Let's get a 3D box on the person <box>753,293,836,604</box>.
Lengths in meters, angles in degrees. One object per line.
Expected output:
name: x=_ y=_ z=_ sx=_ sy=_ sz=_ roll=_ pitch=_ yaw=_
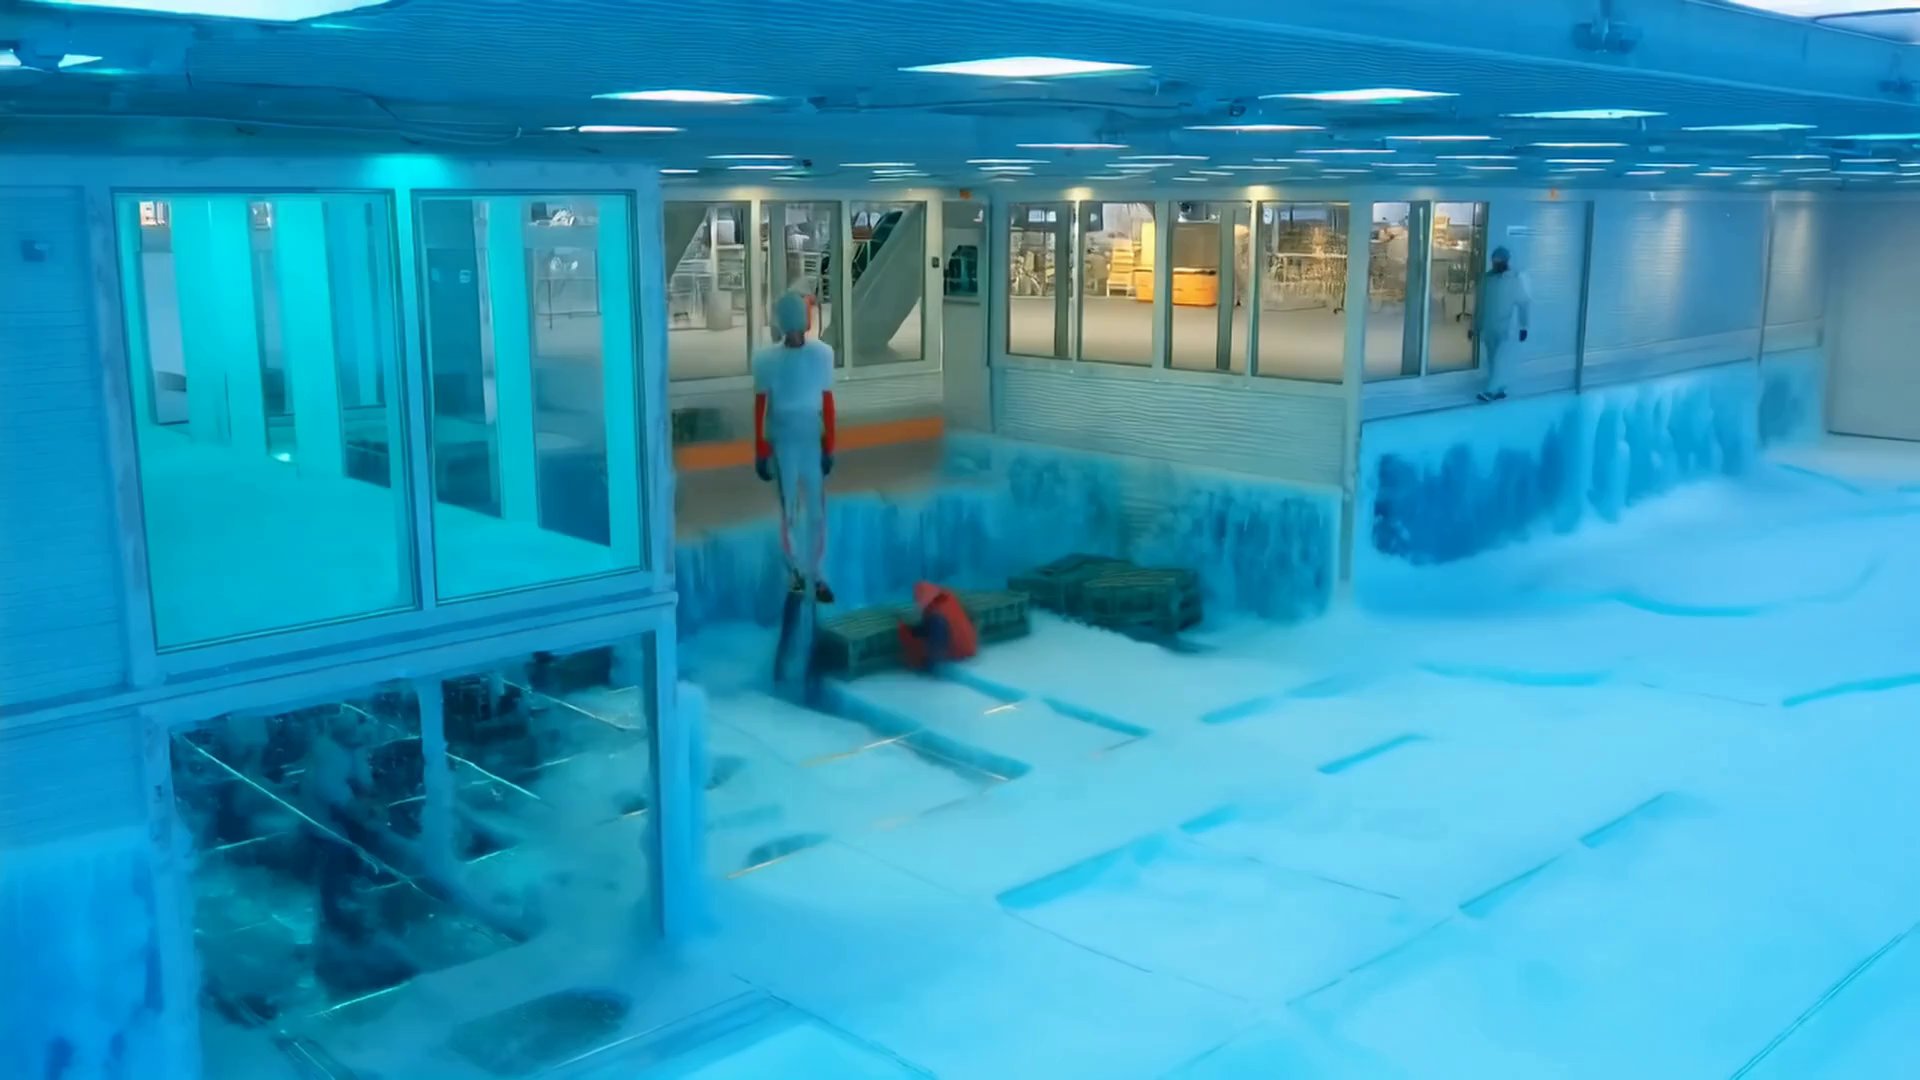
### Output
person: x=-0.961 y=-0.527 z=9.805 sx=0.499 sy=1.827 sz=0.903 roll=-2 pitch=11 yaw=-9

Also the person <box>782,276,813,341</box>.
person: x=-1.782 y=-2.027 z=17.872 sx=0.417 sy=1.615 sz=0.505 roll=2 pitch=12 yaw=11

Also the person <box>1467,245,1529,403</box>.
person: x=6.382 y=-2.581 z=19.969 sx=0.913 sy=1.866 sz=0.680 roll=-9 pitch=14 yaw=-37
